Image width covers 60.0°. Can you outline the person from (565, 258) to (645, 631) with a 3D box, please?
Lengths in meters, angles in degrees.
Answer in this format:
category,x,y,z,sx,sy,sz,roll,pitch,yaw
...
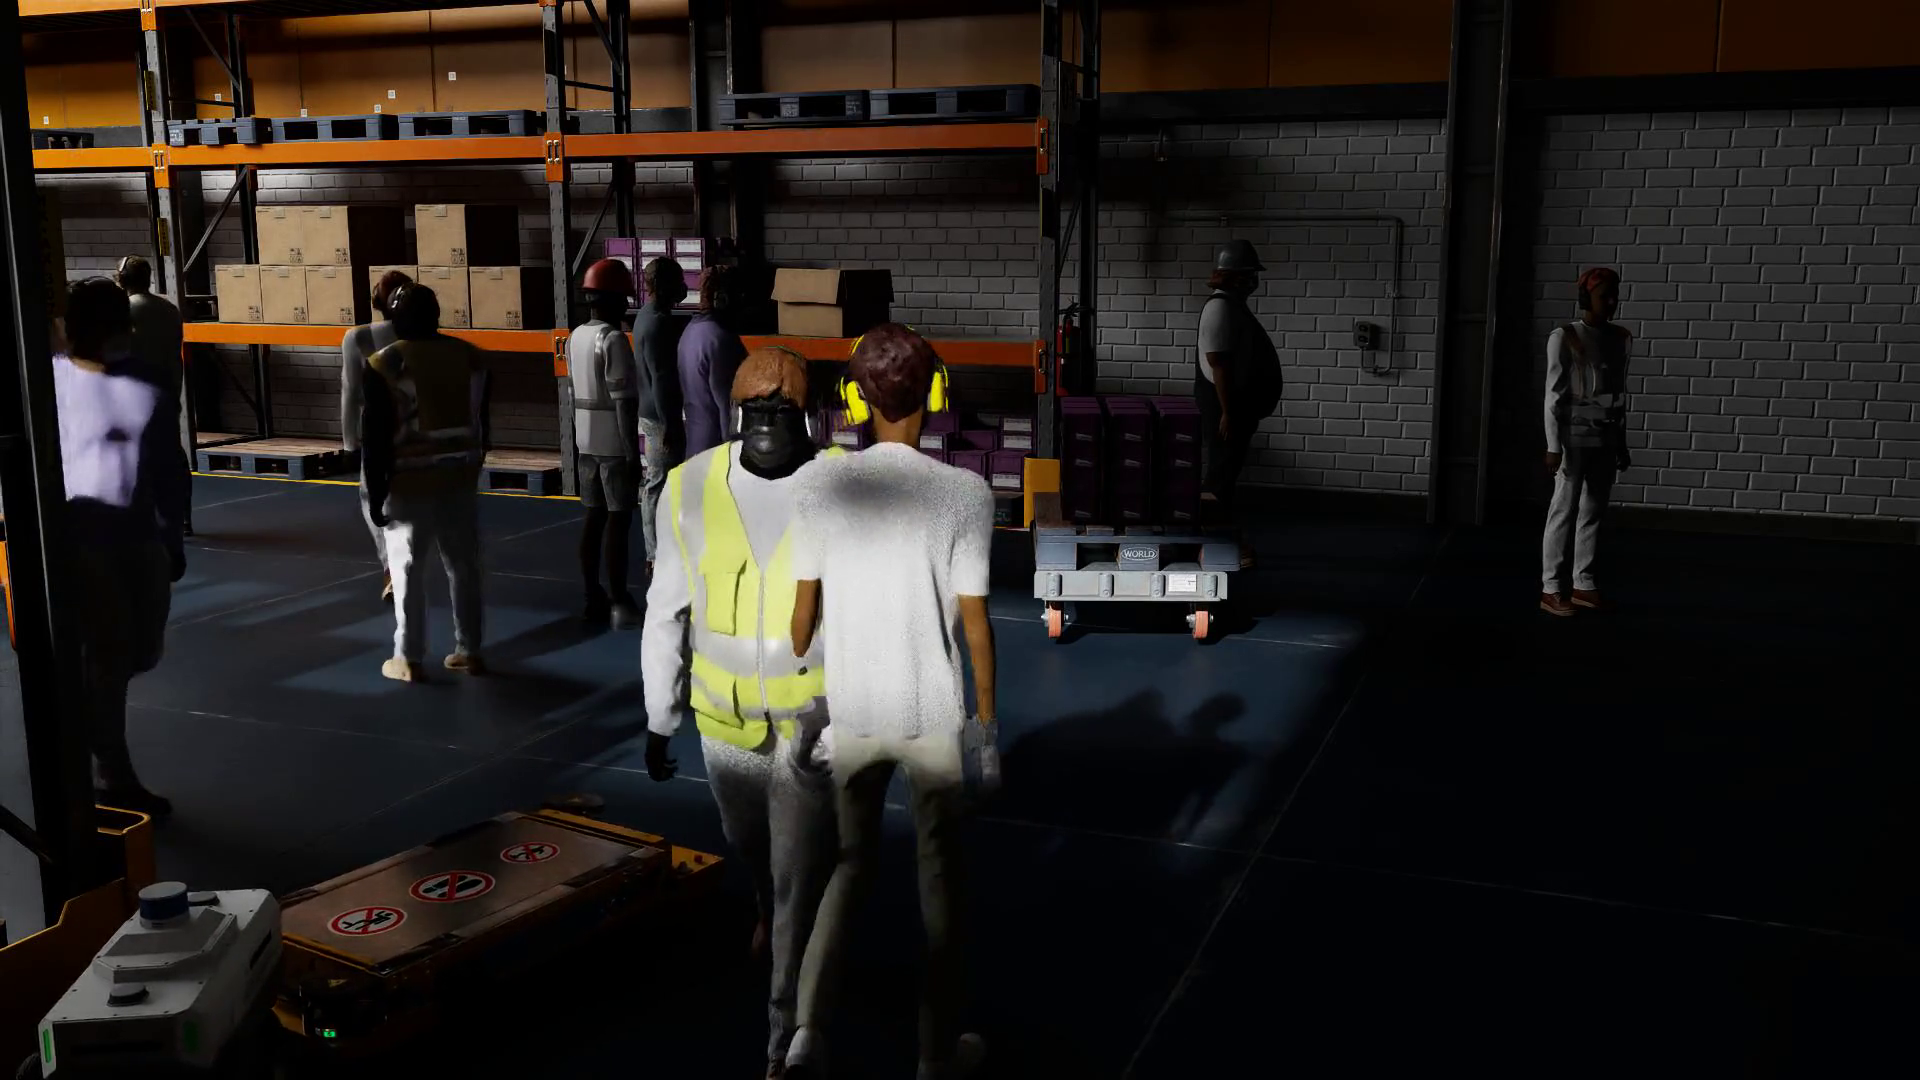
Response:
category,x,y,z,sx,sy,sz,roll,pitch,yaw
person,-1.820,-0.493,8.703,0.364,1.936,0.542,-9,14,-42

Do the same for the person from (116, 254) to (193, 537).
category,x,y,z,sx,sy,sz,roll,pitch,yaw
person,-5.465,-0.943,11.200,0.369,1.938,0.630,2,10,13

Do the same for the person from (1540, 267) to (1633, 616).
category,x,y,z,sx,sy,sz,roll,pitch,yaw
person,3.417,-0.530,9.050,0.584,1.882,0.344,-5,11,-26

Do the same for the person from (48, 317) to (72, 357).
category,x,y,z,sx,sy,sz,roll,pitch,yaw
person,-7.491,-1.361,13.683,0.391,1.894,0.710,-3,11,-18

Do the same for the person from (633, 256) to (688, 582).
category,x,y,z,sx,sy,sz,roll,pitch,yaw
person,-1.756,-0.712,9.912,0.364,1.939,0.636,-3,10,-14

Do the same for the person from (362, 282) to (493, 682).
category,x,y,z,sx,sy,sz,roll,pitch,yaw
person,-2.442,-0.258,7.658,0.644,1.835,0.439,-10,14,-44

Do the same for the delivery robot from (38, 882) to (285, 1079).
category,x,y,z,sx,sy,sz,roll,pitch,yaw
delivery robot,-1.808,1.028,3.813,0.477,0.478,0.707,-1,10,-8

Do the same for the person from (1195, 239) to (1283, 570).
category,x,y,z,sx,sy,sz,roll,pitch,yaw
person,1.737,-0.847,10.380,0.538,2.000,0.687,2,10,11

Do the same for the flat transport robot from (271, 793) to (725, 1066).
category,x,y,z,sx,sy,sz,roll,pitch,yaw
flat transport robot,-1.385,1.049,4.747,0.652,0.197,1.431,6,12,32

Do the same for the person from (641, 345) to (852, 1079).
category,x,y,z,sx,sy,sz,roll,pitch,yaw
person,-0.437,0.396,4.205,0.639,1.803,0.961,1,10,8

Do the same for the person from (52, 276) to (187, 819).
category,x,y,z,sx,sy,sz,roll,pitch,yaw
person,-3.114,0.016,5.934,0.716,1.910,0.643,5,11,27

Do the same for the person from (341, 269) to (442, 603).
category,x,y,z,sx,sy,sz,roll,pitch,yaw
person,-3.098,-0.546,9.173,0.599,1.870,0.446,-6,12,-30

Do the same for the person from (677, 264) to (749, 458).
category,x,y,z,sx,sy,sz,roll,pitch,yaw
person,-1.197,-0.441,8.492,0.409,1.906,0.651,-5,11,-26

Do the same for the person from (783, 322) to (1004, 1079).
category,x,y,z,sx,sy,sz,roll,pitch,yaw
person,-0.159,0.432,3.800,0.550,1.848,0.571,3,11,17
